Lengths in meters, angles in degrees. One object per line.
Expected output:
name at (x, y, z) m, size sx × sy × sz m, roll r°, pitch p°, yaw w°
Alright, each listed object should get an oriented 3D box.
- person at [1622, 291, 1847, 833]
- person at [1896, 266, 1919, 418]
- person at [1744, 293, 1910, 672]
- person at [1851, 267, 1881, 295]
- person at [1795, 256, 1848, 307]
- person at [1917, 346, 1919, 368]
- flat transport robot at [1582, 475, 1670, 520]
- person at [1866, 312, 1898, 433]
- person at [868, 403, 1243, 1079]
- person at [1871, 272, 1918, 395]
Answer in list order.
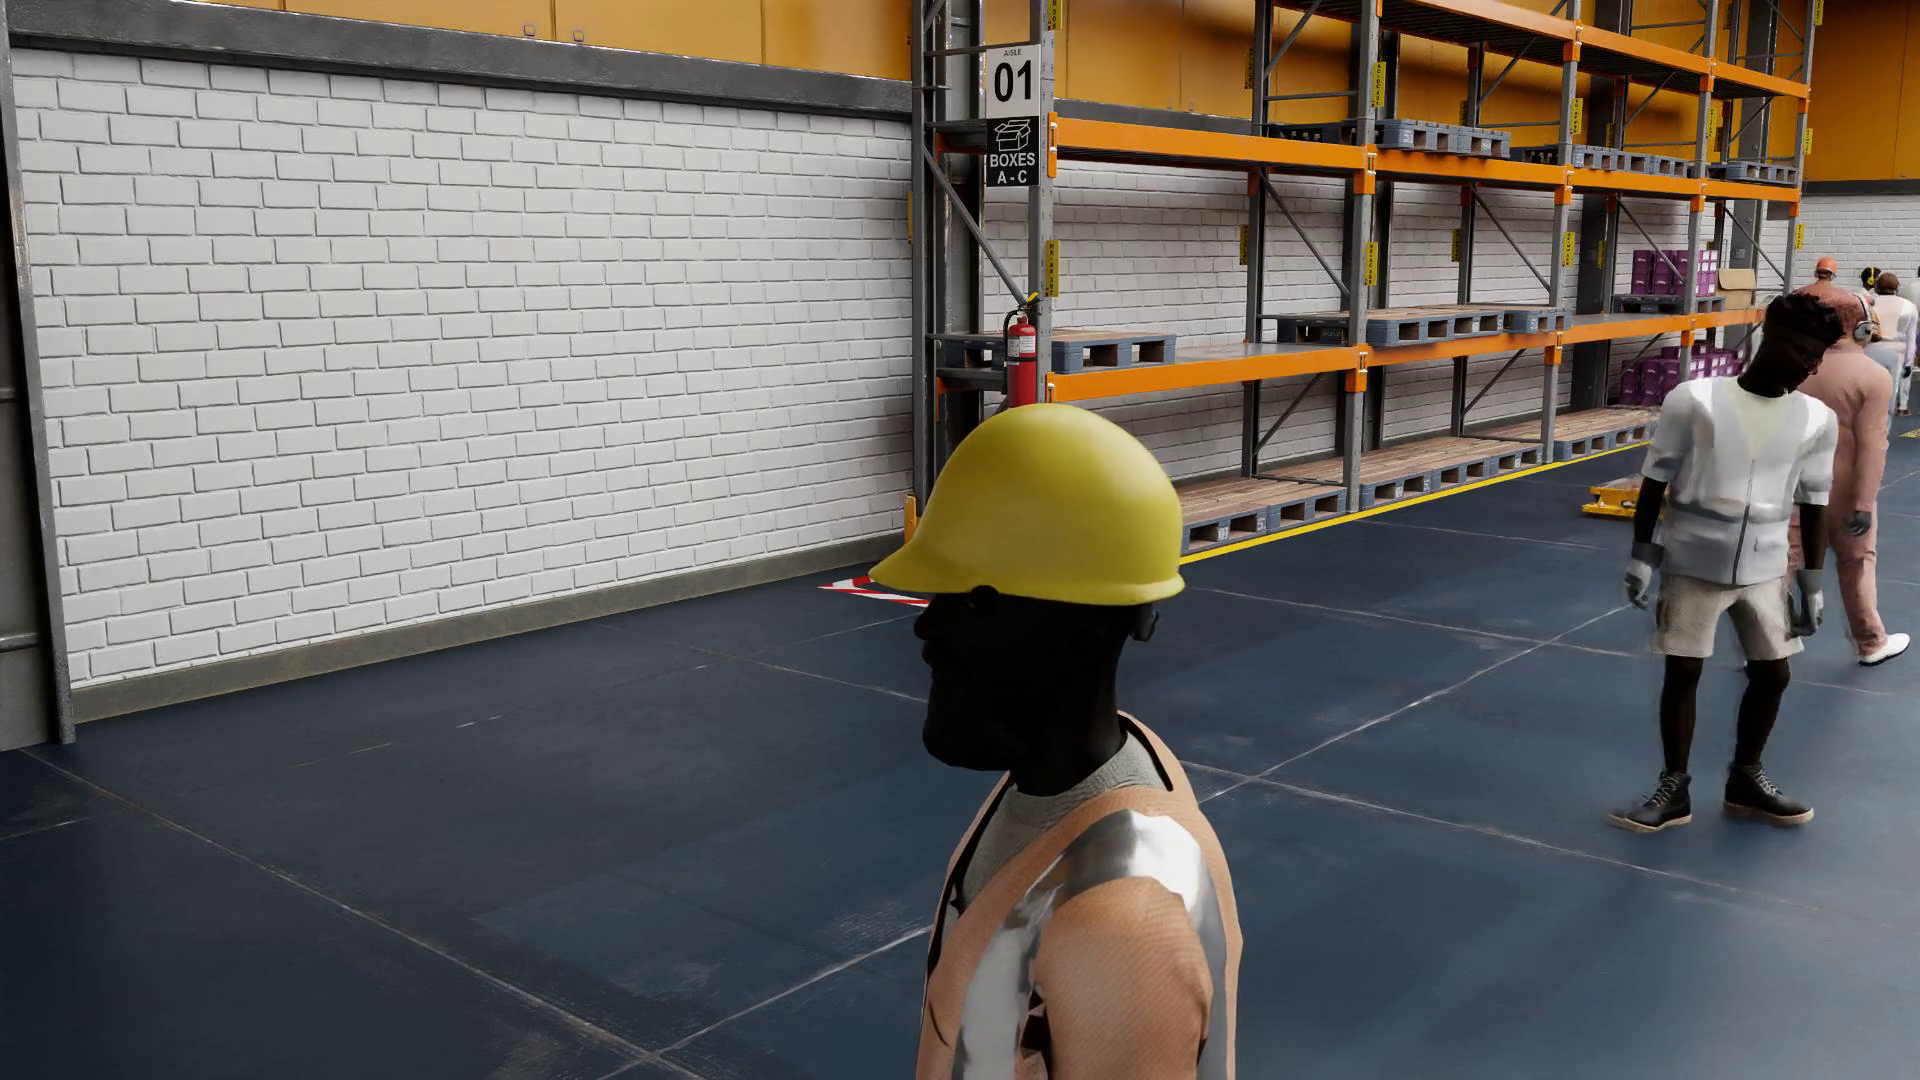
person at (2.702, 0.101, 5.850) m, size 0.707 × 1.928 × 0.371 m, roll 1°, pitch 10°, yaw 8°
person at (11.783, -2.465, 20.408) m, size 0.376 × 1.940 × 0.629 m, roll -7°, pitch 12°, yaw -36°
person at (4.248, -0.263, 8.101) m, size 0.992 × 1.854 × 0.657 m, roll -5°, pitch 11°, yaw -27°
person at (12.041, -2.753, 22.455) m, size 0.709 × 1.855 × 0.532 m, roll 1°, pitch 10°, yaw 3°
person at (10.322, -2.420, 20.052) m, size 0.622 × 1.973 × 0.740 m, roll 7°, pitch 12°, yaw 34°
person at (10.480, -1.975, 17.445) m, size 0.618 × 2.001 × 0.937 m, roll 1°, pitch 10°, yaw 6°
flat transport robot at (5.512, -0.356, 13.139) m, size 0.652 × 0.197 × 1.431 m, roll 9°, pitch 13°, yaw 40°
person at (6.745, -0.924, 12.543) m, size 0.504 × 1.623 × 0.351 m, roll 4°, pitch 11°, yaw 22°
person at (0.093, 0.823, 1.707) m, size 0.357 × 1.930 × 0.591 m, roll -1°, pitch 10°, yaw -3°
person at (9.591, -1.870, 17.334) m, size 0.633 × 1.826 × 0.542 m, roll 5°, pitch 11°, yaw 28°
